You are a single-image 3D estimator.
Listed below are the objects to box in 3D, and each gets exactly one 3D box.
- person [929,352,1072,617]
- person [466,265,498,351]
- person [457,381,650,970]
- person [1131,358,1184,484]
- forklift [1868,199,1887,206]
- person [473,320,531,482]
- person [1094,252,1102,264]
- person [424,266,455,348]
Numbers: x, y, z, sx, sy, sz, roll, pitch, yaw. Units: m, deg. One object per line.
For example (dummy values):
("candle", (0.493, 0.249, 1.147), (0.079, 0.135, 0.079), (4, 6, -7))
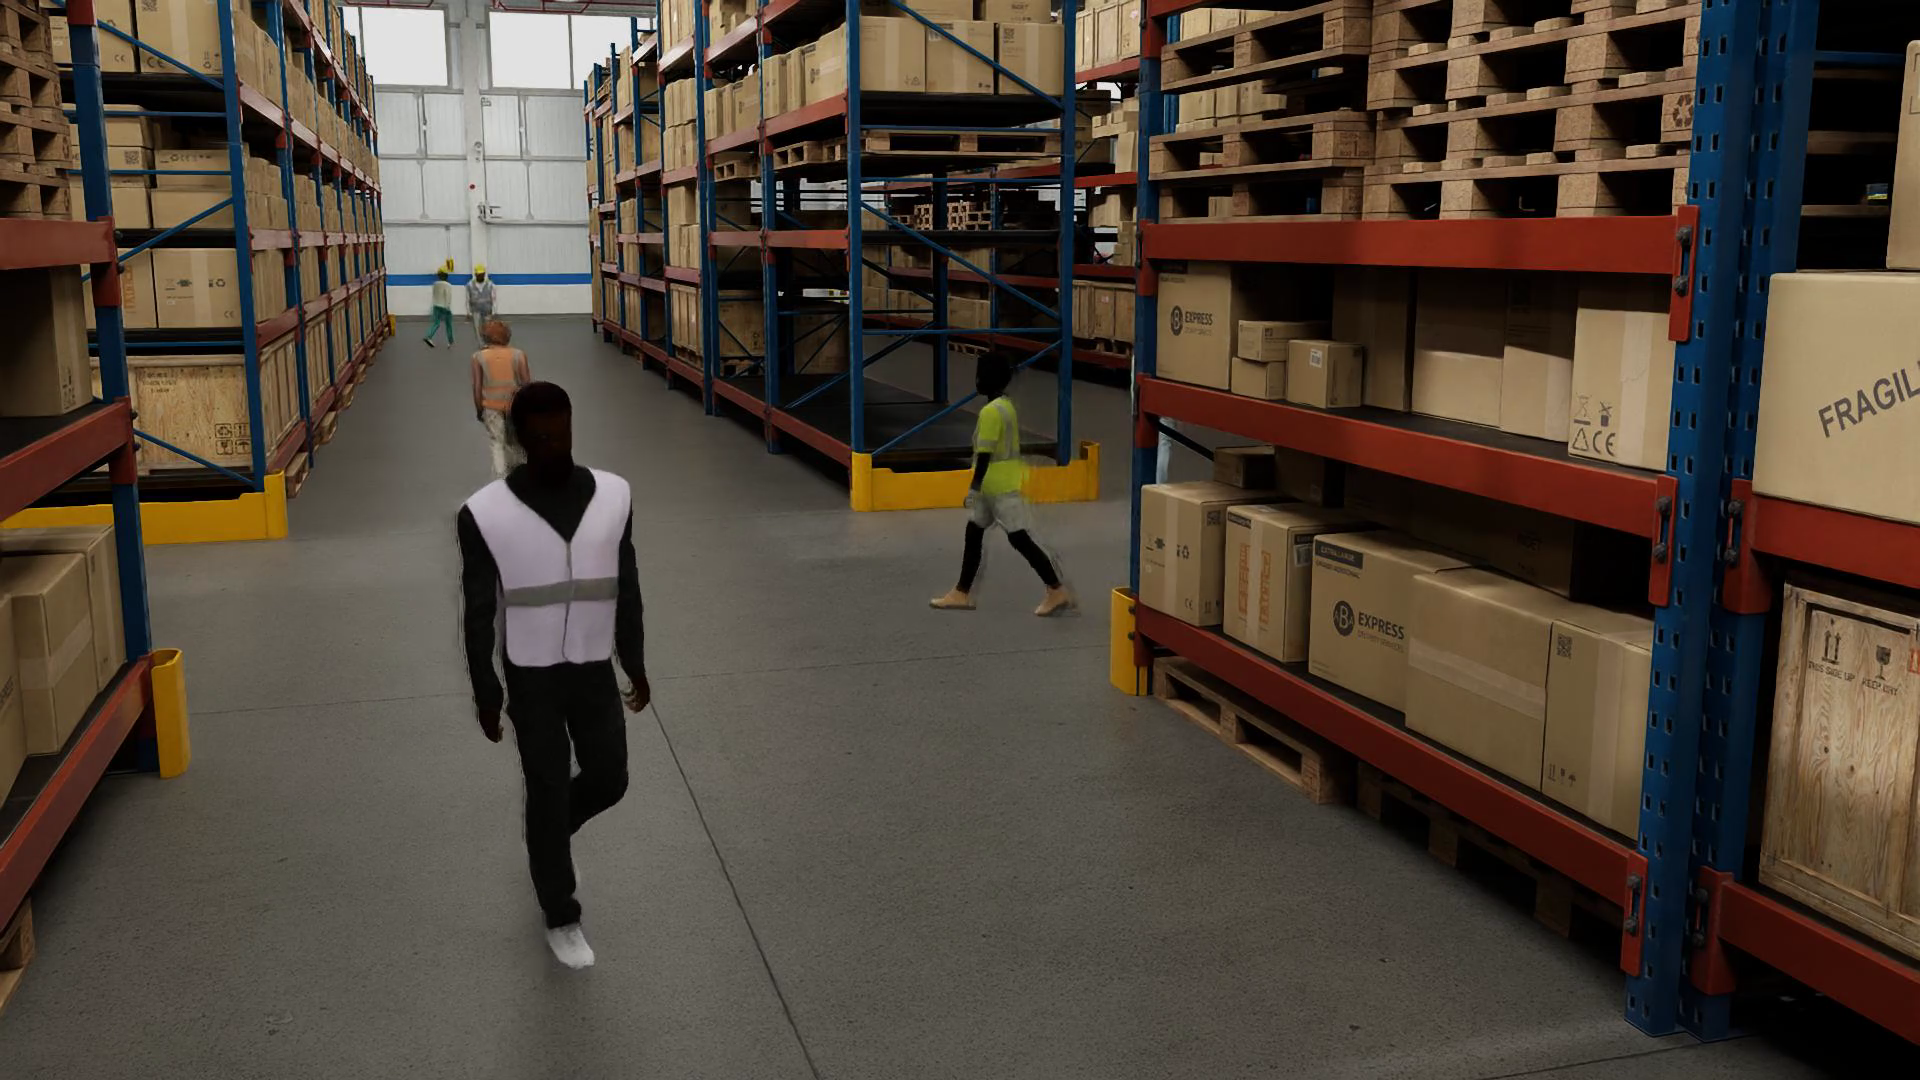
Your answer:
("person", (0.283, -0.340, 10.315), (0.900, 1.648, 0.523), (1, 10, 5))
("person", (-9.541, -4.581, 33.199), (0.607, 1.788, 0.915), (-3, 11, -17))
("person", (-1.348, 0.415, 5.493), (0.607, 1.897, 0.600), (-8, 13, -37))
("person", (1.783, -1.146, 14.913), (0.509, 1.587, 0.885), (2, 11, 11))
("forklift", (11.338, -2.915, 21.052), (1.129, 2.768, 1.873), (-3, 11, -17))
("person", (-4.159, -1.198, 15.150), (0.512, 1.596, 0.850), (-3, 11, -18))
("person", (3.422, -6.115, 41.072), (0.742, 1.971, 0.631), (10, 14, 43))
("person", (-11.021, -4.923, 35.190), (0.532, 1.736, 0.707), (4, 11, 22))
